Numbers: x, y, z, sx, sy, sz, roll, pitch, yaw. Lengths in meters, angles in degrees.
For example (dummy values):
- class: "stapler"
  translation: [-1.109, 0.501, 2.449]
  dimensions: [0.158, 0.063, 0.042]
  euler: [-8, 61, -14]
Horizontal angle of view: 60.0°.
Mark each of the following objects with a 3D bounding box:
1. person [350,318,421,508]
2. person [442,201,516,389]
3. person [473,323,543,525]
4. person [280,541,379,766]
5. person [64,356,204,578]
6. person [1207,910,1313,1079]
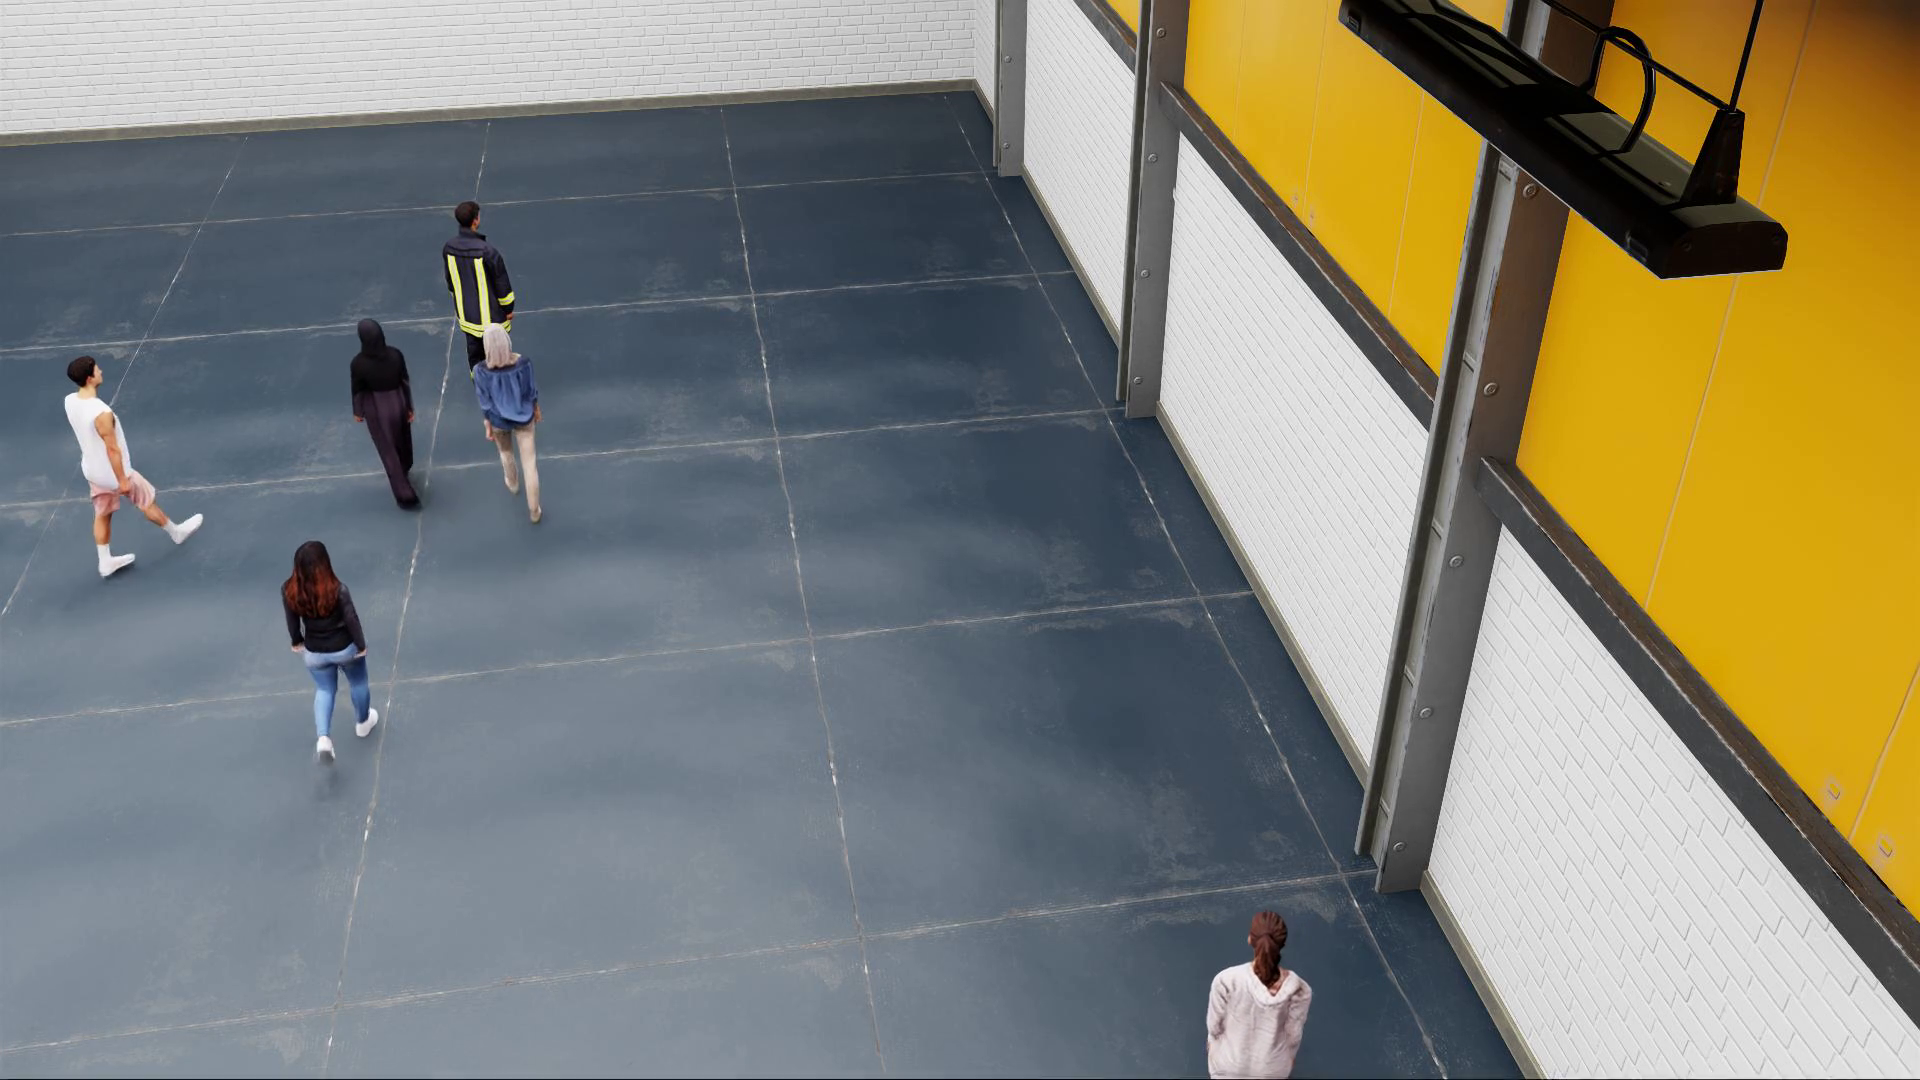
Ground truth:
- class: "person"
  translation: [-4.648, -1.024, 13.519]
  dimensions: [0.933, 1.606, 1.177]
  euler: [-22, 39, -29]
- class: "person"
  translation: [-4.273, -2.101, 14.850]
  dimensions: [0.893, 1.927, 0.880]
  euler: [11, 35, 16]
- class: "person"
  translation: [-3.558, -0.893, 13.266]
  dimensions: [0.743, 1.669, 1.018]
  euler: [-11, 35, -16]
- class: "person"
  translation: [-4.125, 0.749, 10.847]
  dimensions: [0.742, 1.612, 0.987]
  euler: [0, 34, 0]
- class: "person"
  translation: [-6.539, -0.502, 12.608]
  dimensions: [1.088, 1.746, 1.170]
  euler: [20, 39, 27]
- class: "person"
  translation: [1.437, 2.511, 8.128]
  dimensions: [0.699, 1.688, 0.677]
  euler: [4, 34, 6]
